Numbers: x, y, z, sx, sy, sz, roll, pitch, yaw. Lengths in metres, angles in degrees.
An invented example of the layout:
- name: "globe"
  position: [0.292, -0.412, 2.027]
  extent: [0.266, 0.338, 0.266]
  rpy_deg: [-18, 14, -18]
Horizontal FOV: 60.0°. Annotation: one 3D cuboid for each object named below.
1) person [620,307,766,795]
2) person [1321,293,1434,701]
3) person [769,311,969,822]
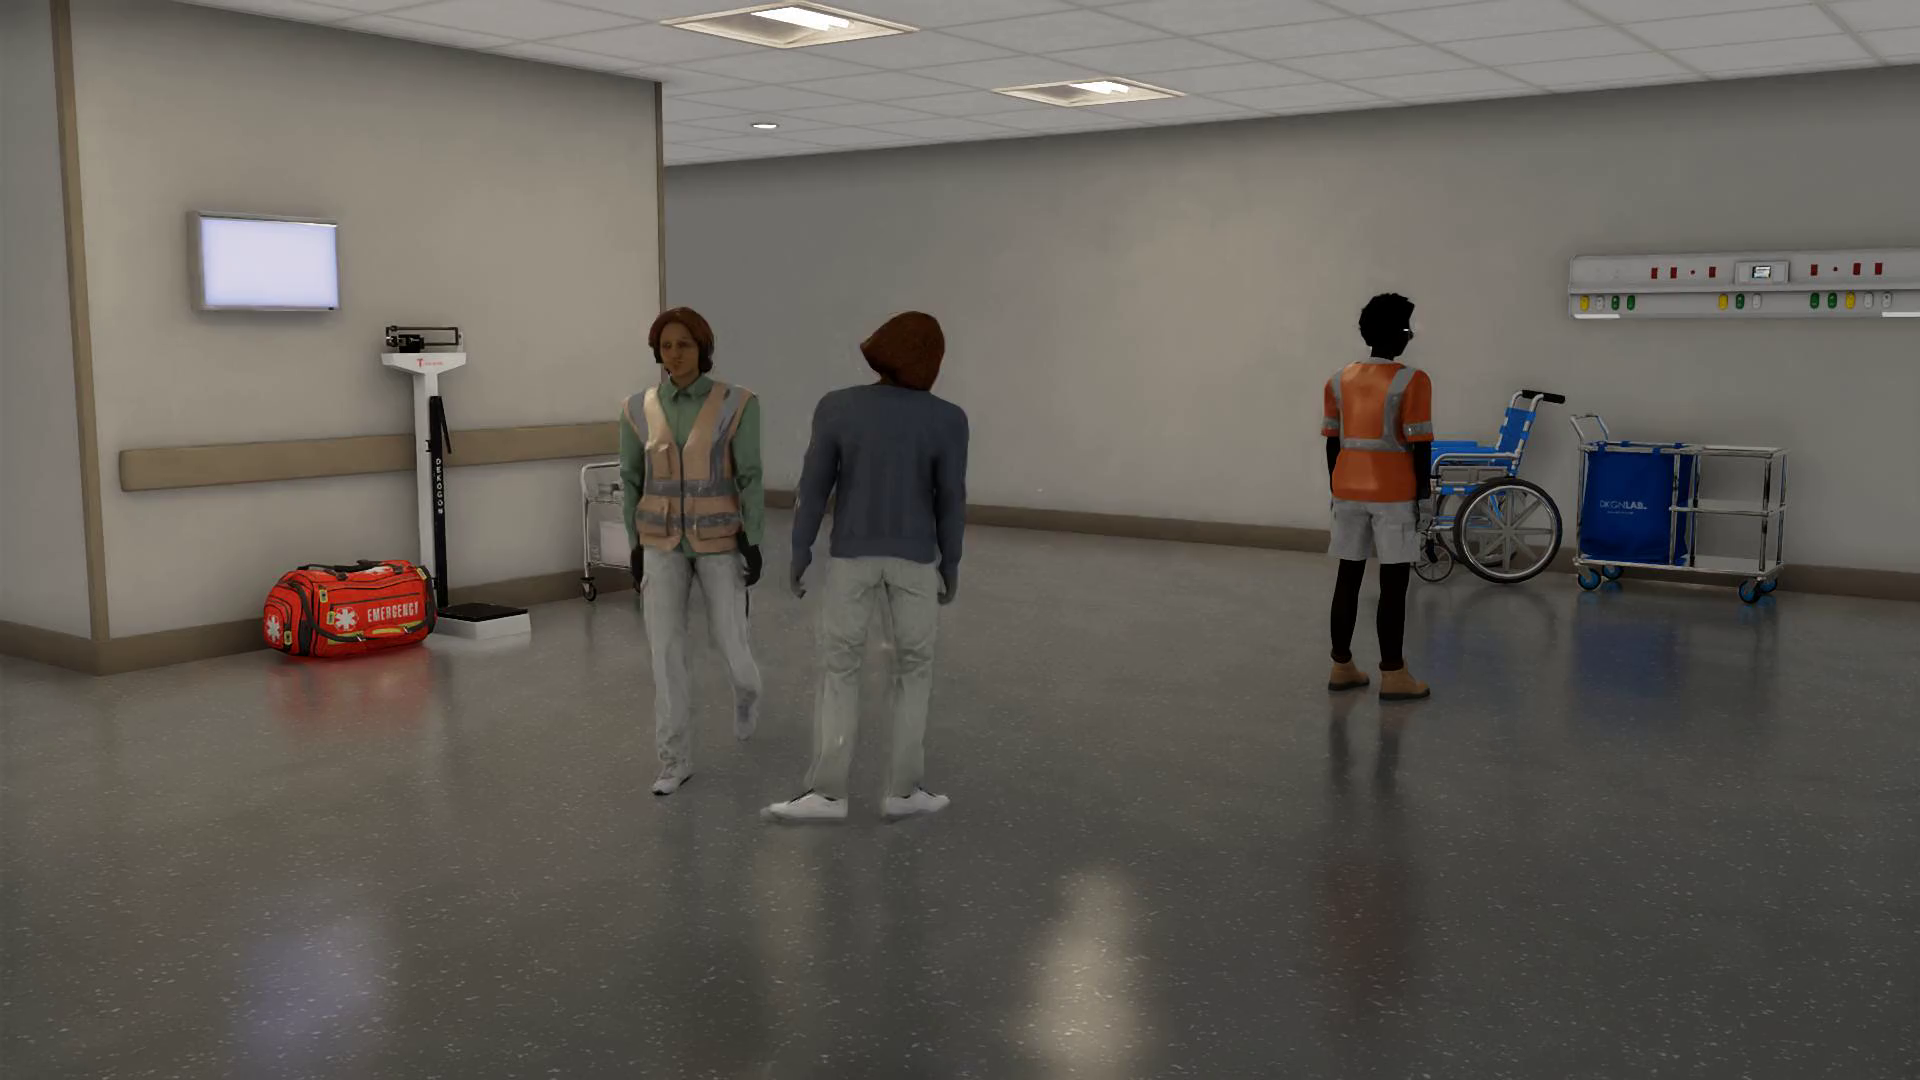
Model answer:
- name: "person"
  position: [-0.899, 0.013, 5.726]
  extent: [0.515, 1.620, 0.659]
  rpy_deg: [1, 7, 6]
- name: "person"
  position: [1.759, -0.181, 6.981]
  extent: [0.317, 1.695, 0.540]
  rpy_deg: [-6, 9, -38]
- name: "person"
  position: [-0.301, 0.083, 5.244]
  extent: [0.650, 1.598, 0.348]
  rpy_deg: [0, 7, -2]
